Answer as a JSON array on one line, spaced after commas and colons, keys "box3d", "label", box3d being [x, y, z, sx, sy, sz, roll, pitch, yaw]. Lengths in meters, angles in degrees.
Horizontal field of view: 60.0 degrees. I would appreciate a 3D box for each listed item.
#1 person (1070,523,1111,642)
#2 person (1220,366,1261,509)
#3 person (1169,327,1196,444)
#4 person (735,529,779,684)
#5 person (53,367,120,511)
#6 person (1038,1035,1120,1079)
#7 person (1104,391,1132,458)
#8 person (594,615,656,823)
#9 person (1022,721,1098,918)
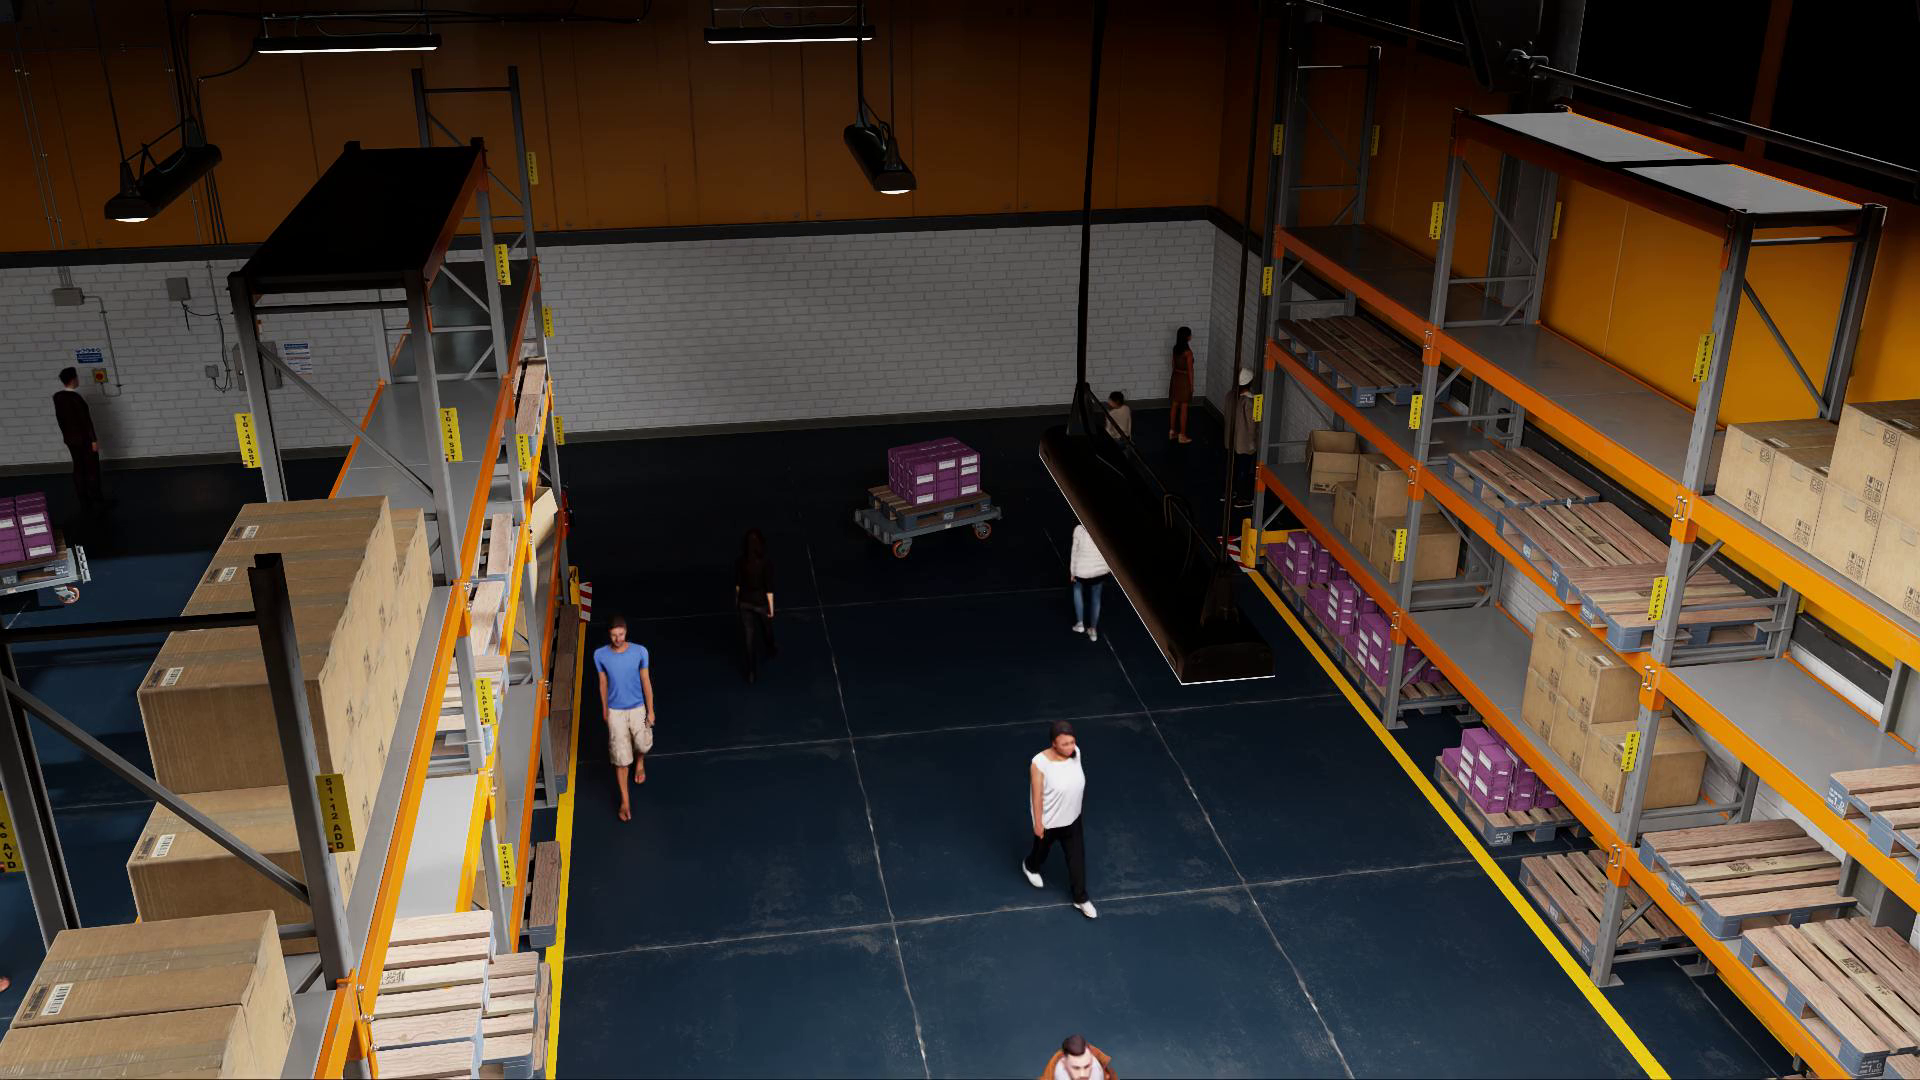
[{"box3d": [1.420, 0.335, 17.894, 0.636, 1.625, 0.590, -3, 24, -6], "label": "person"}, {"box3d": [3.598, -1.361, 21.447, 0.852, 1.888, 0.737, -14, 27, -29], "label": "person"}, {"box3d": [3.153, -2.216, 23.649, 0.688, 1.690, 0.561, -14, 27, -29], "label": "person"}, {"box3d": [-2.127, 0.704, 17.061, 0.744, 1.616, 1.031, 1, 24, 2], "label": "person"}, {"box3d": [-11.293, -1.303, 21.345, 0.778, 1.863, 0.790, 10, 26, 22], "label": "person"}, {"box3d": [0.672, 3.673, 10.003, 0.710, 1.829, 0.704, -5, 24, -11], "label": "person"}, {"box3d": [2.084, -1.281, 21.811, 0.685, 1.449, 0.654, -6, 24, -14], "label": "person"}, {"box3d": [-2.998, 1.471, 15.011, 0.675, 1.852, 1.090, -5, 24, -11], "label": "person"}, {"box3d": [0.764, 2.208, 13.577, 0.946, 1.650, 1.196, -15, 28, -30], "label": "person"}]
